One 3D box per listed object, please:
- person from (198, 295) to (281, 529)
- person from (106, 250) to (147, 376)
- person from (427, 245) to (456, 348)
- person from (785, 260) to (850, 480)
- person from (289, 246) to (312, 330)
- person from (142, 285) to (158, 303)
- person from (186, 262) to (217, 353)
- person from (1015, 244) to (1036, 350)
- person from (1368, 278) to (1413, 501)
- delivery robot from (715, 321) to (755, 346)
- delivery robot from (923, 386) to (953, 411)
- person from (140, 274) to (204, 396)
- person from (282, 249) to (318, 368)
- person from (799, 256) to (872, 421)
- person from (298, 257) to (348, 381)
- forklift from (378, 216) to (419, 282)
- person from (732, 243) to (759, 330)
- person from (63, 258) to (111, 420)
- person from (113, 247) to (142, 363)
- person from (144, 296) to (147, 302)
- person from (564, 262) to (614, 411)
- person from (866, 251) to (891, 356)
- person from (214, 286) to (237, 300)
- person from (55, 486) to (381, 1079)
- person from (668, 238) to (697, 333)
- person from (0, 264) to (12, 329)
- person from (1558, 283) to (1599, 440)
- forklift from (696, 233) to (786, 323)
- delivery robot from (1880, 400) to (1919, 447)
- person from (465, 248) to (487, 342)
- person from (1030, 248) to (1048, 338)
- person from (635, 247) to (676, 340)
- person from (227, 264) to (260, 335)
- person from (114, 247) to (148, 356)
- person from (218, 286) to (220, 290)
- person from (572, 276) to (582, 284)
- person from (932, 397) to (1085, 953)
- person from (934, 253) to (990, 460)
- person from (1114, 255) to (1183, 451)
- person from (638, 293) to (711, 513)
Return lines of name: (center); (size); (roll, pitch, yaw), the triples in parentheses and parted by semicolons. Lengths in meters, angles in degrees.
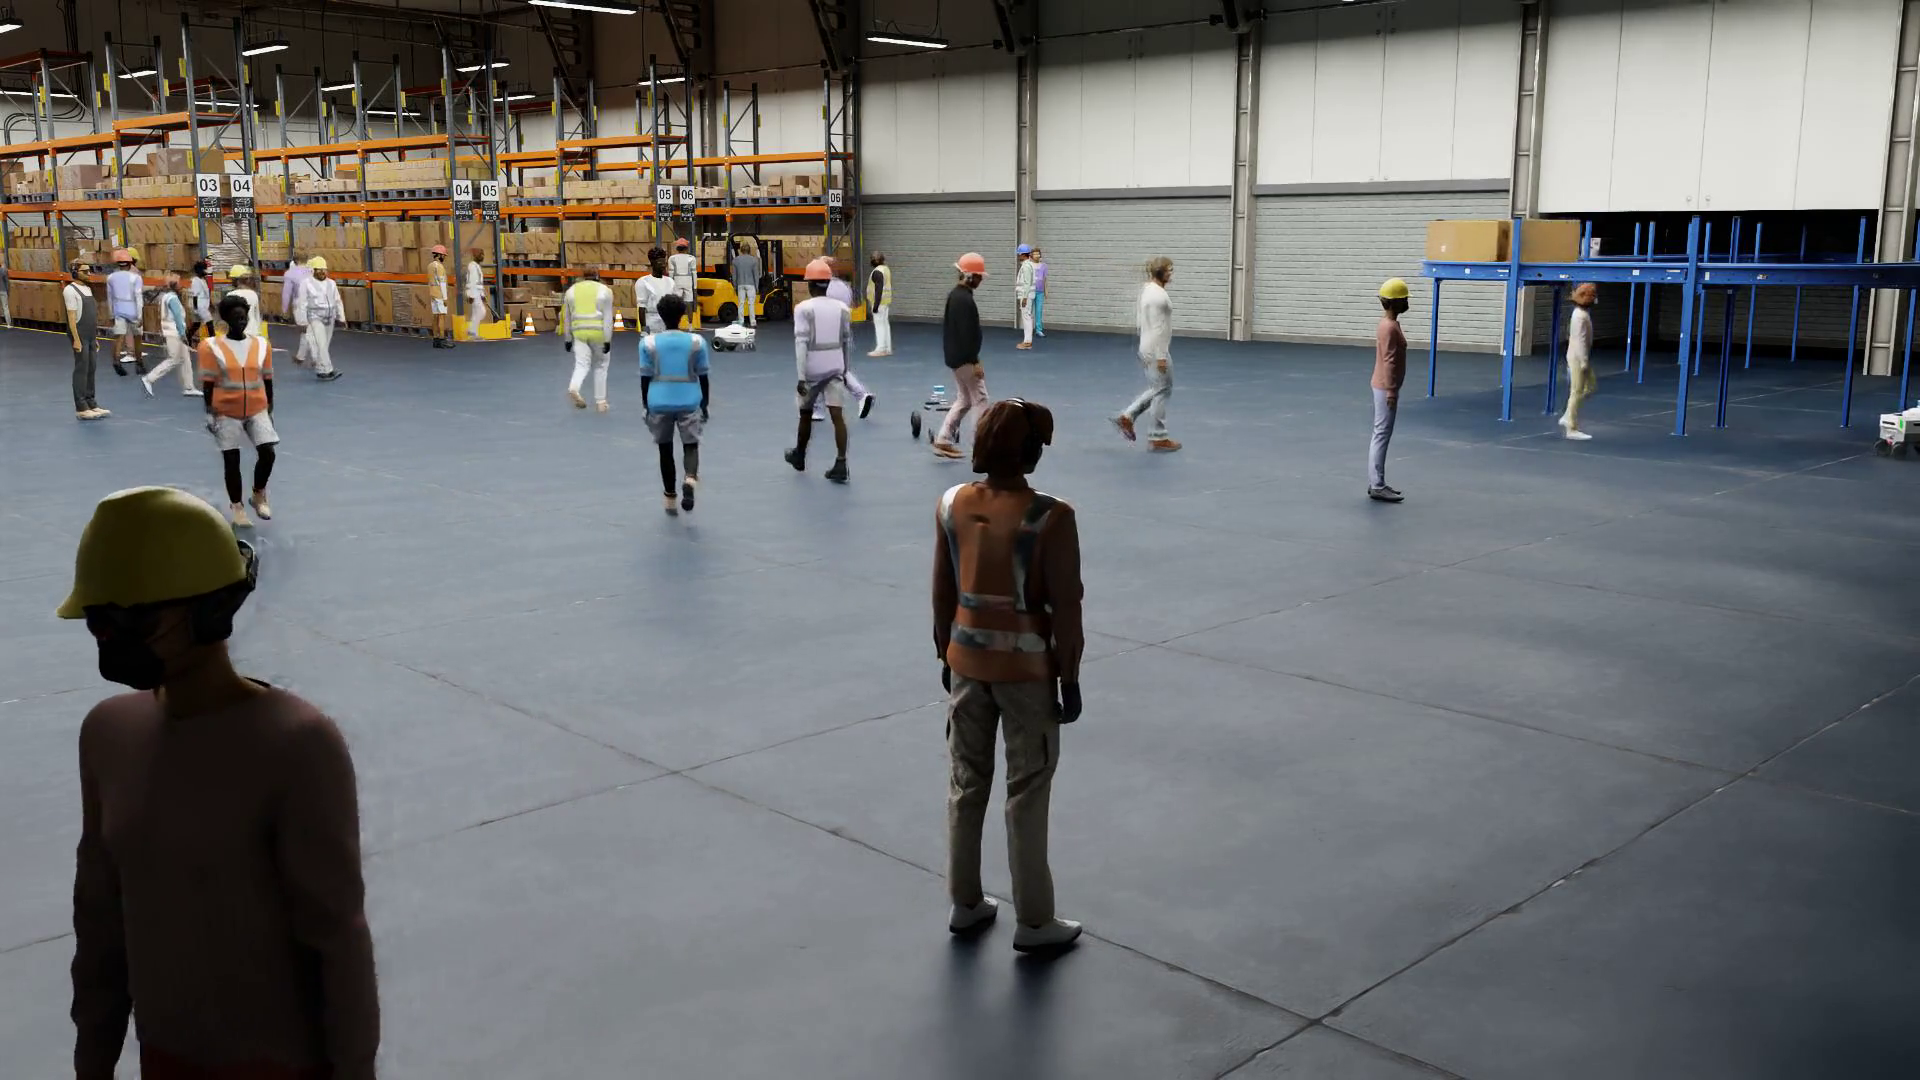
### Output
person: (-5.195, -0.918, 12.010); (0.543, 1.689, 0.364); (-8, 13, -39)
person: (-12.678, -3.447, 25.243); (0.548, 1.904, 0.933); (-1, 10, -5)
person: (-9.816, -4.602, 31.417); (0.369, 1.933, 0.543); (-9, 14, -41)
person: (-1.238, -1.491, 14.564); (0.568, 1.884, 1.006); (-6, 12, -30)
person: (-14.680, -5.640, 37.252); (0.578, 1.867, 0.685); (-9, 14, -41)
person: (-18.271, -5.680, 37.387); (0.867, 1.908, 0.552); (9, 14, 39)
person: (-13.703, -4.191, 29.981); (0.861, 1.647, 0.523); (-3, 11, -16)
person: (1.215, -4.543, 31.055); (0.398, 1.944, 0.616); (1, 10, 5)
person: (3.456, -1.211, 13.374); (0.298, 1.772, 0.533); (2, 11, 12)
delivery robot: (-4.132, -3.775, 30.530); (0.707, 0.478, 0.477); (4, 11, 23)
delivery robot: (-0.220, -1.496, 17.391); (0.335, 0.223, 0.698); (-2, 11, -11)
person: (-10.356, -2.674, 21.766); (0.704, 1.616, 0.505); (-5, 12, -27)
person: (-10.588, -3.736, 26.833); (1.014, 1.889, 0.648); (8, 13, 37)
person: (-1.438, -2.291, 18.974); (0.816, 1.883, 0.652); (6, 12, 29)
person: (-9.192, -3.198, 24.148); (0.890, 1.792, 0.595); (7, 13, 34)
forklift: (-17.868, -9.201, 54.028); (1.873, 2.768, 1.129); (-10, 14, -44)
person: (-4.796, -5.684, 37.302); (0.627, 1.941, 0.374); (2, 11, 13)
person: (-10.157, -2.337, 19.302); (0.332, 1.844, 0.517); (-1, 10, -5)
person: (-13.981, -3.938, 27.854); (0.409, 1.913, 0.646); (-2, 11, -9)
person: (-20.373, -6.434, 41.617); (0.862, 1.875, 0.644); (5, 12, 27)
person: (-4.475, -2.420, 19.935); (0.638, 1.801, 0.793); (1, 10, 8)
person: (-1.430, -4.172, 29.326); (0.429, 1.844, 0.629); (2, 11, 11)
person: (-17.052, -5.776, 38.650); (0.332, 1.618, 0.529); (8, 13, 36)
person: (-1.143, 0.784, 2.536); (0.542, 1.750, 0.374); (5, 12, 26)
person: (-6.031, -5.539, 36.220); (0.615, 2.042, 0.376); (-1, 10, -8)
person: (-21.714, -5.576, 37.540); (0.497, 1.634, 0.279); (-8, 13, -38)
person: (6.463, -1.849, 17.237); (0.340, 1.620, 0.535); (4, 11, 23)
forklift: (-5.496, -6.489, 41.108); (2.313, 2.155, 1.214); (-10, 14, -44)
delivery robot: (9.202, -1.096, 15.917); (0.707, 0.478, 0.477); (-2, 10, -8)
person: (-9.677, -4.912, 33.298); (0.399, 1.864, 0.583); (-2, 11, -10)
person: (1.556, -5.144, 34.609); (0.571, 1.845, 0.382); (-5, 11, -25)
person: (-3.679, -2.584, 20.320); (0.367, 1.966, 0.605); (7, 13, 35)
person: (-8.902, -2.551, 20.733); (0.433, 1.746, 0.537); (3, 11, 15)
person: (-14.594, -4.187, 29.246); (0.598, 1.903, 0.426); (6, 12, 29)
person: (-20.519, -7.359, 46.378); (0.984, 1.946, 0.636); (0, 10, -1)
person: (-10.420, -7.099, 45.582); (0.483, 1.737, 0.320); (4, 11, 19)
person: (0.139, 0.398, 4.952); (0.520, 1.639, 0.312); (8, 13, 37)
person: (0.105, -1.693, 15.502); (0.672, 1.948, 0.688); (-2, 11, -13)
person: (1.889, -1.841, 16.396); (0.586, 1.923, 0.633); (1, 10, 6)
person: (-2.143, -1.014, 12.515); (0.544, 1.678, 0.602); (-2, 11, -12)
